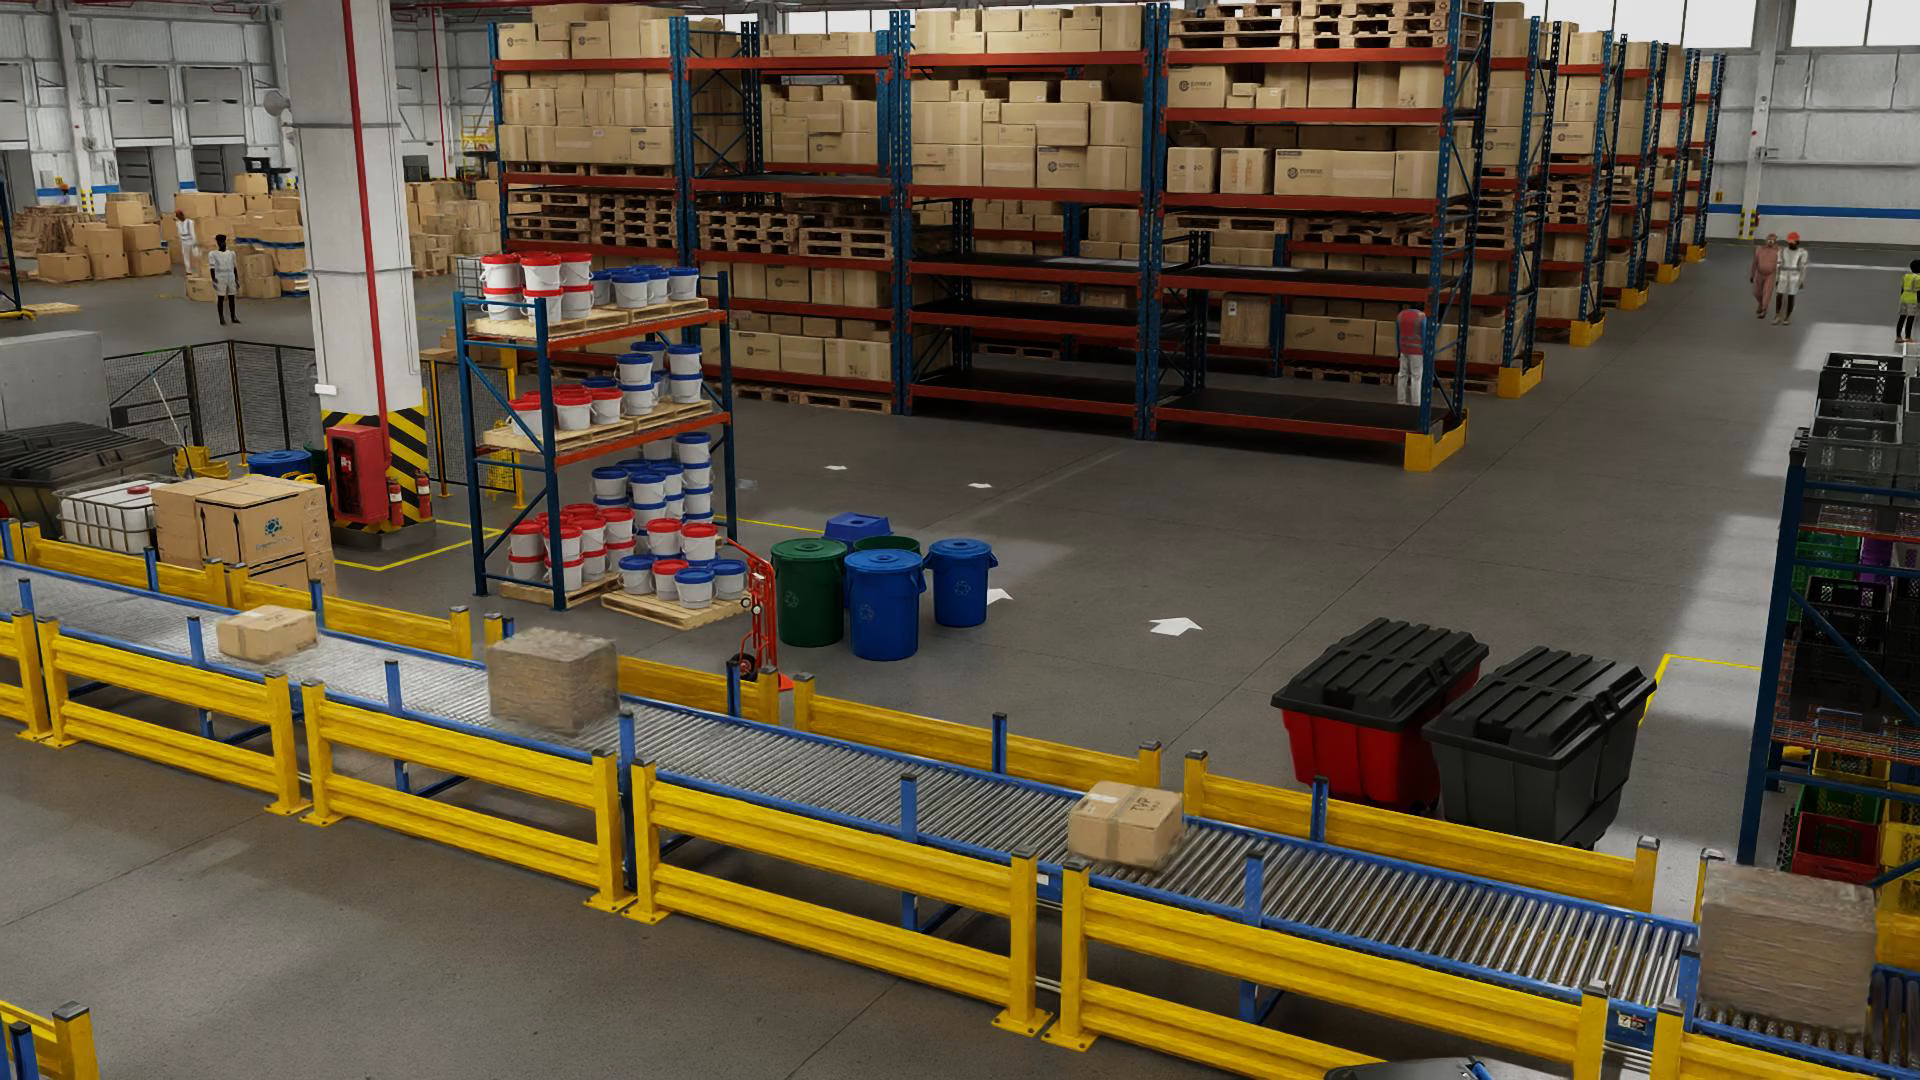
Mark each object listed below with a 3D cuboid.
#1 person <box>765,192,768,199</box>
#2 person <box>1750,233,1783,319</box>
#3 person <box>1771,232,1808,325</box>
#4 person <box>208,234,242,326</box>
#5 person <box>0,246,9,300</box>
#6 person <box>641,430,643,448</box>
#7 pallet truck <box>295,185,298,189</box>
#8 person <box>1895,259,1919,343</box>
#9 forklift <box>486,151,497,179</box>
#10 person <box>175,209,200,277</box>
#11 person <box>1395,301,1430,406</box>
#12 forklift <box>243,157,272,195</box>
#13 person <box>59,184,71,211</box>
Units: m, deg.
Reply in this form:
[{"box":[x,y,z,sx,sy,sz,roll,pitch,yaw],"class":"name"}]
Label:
[{"box":[-8.057,-14.018,67.599,0.636,1.938,0.355,1,15,2],"class":"person"},{"box":[18.095,-5.933,37.282,0.666,1.890,0.594,13,19,39],"class":"person"},{"box":[17.890,-5.621,35.885,0.613,2.019,0.711,11,18,35],"class":"person"},{"box":[-15.928,-5.640,36.051,0.368,1.966,0.603,13,20,40],"class":"person"},{"box":[-23.703,-6.806,40.614,0.972,1.879,0.599,7,16,23],"class":"person"},{"box":[-4.021,-1.542,21.166,0.317,1.696,0.540,0,15,-2],"class":"person"},{"box":[-26.804,-14.617,69.738,1.885,1.965,0.823,-14,20,-42],"class":"pallet truck"},{"box":[19.013,-4.759,33.265,0.320,1.692,0.531,-2,15,-9],"class":"person"},{"box":[-17.910,-13.610,64.264,1.873,2.768,1.129,1,15,2],"class":"forklift"},{"box":[-21.302,-8.242,46.064,0.622,1.852,0.861,4,15,14],"class":"person"},{"box":[7.143,-2.949,26.192,0.429,1.837,0.621,-10,18,-34],"class":"person"},{"box":[-24.385,-11.930,57.949,1.129,2.768,1.873,7,16,24],"class":"forklift"},{"box":[-30.833,-11.327,57.513,0.452,1.921,0.579,0,15,1],"class":"person"}]
